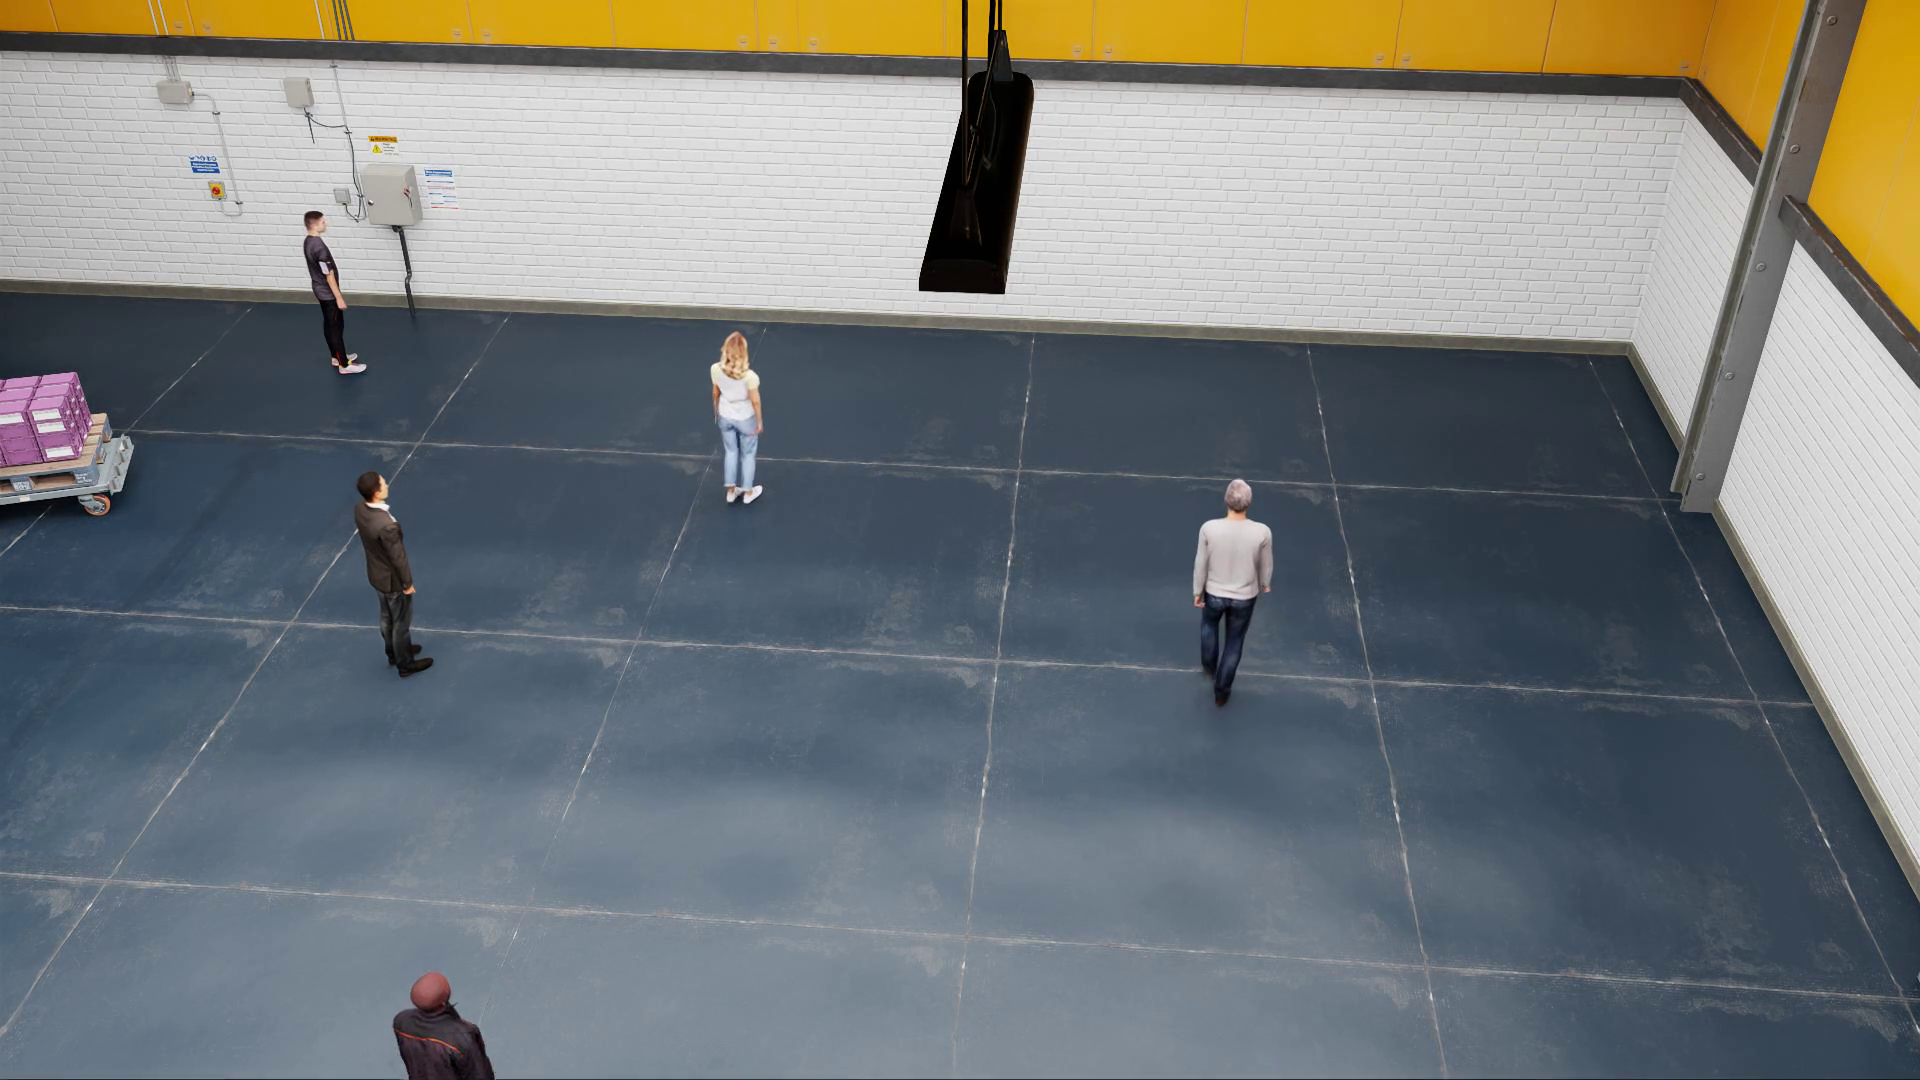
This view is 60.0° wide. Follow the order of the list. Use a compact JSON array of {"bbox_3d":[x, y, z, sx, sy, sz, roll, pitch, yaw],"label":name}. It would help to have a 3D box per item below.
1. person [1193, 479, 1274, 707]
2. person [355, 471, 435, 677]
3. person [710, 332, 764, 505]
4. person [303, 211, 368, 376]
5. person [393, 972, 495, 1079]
[{"bbox_3d":[2.047,0.455,12.623,0.819,1.886,0.930,9,35,13],"label":"person"},{"bbox_3d":[-4.480,0.252,13.003,0.746,1.803,0.778,28,43,35],"label":"person"},{"bbox_3d":[-2.045,-1.083,15.089,0.684,1.718,0.633,10,35,15],"label":"person"},{"bbox_3d":[-6.577,-2.582,17.304,0.777,1.762,0.688,-19,38,-26],"label":"person"},{"bbox_3d":[-2.747,3.012,8.839,0.853,1.817,1.230,9,35,13],"label":"person"}]
